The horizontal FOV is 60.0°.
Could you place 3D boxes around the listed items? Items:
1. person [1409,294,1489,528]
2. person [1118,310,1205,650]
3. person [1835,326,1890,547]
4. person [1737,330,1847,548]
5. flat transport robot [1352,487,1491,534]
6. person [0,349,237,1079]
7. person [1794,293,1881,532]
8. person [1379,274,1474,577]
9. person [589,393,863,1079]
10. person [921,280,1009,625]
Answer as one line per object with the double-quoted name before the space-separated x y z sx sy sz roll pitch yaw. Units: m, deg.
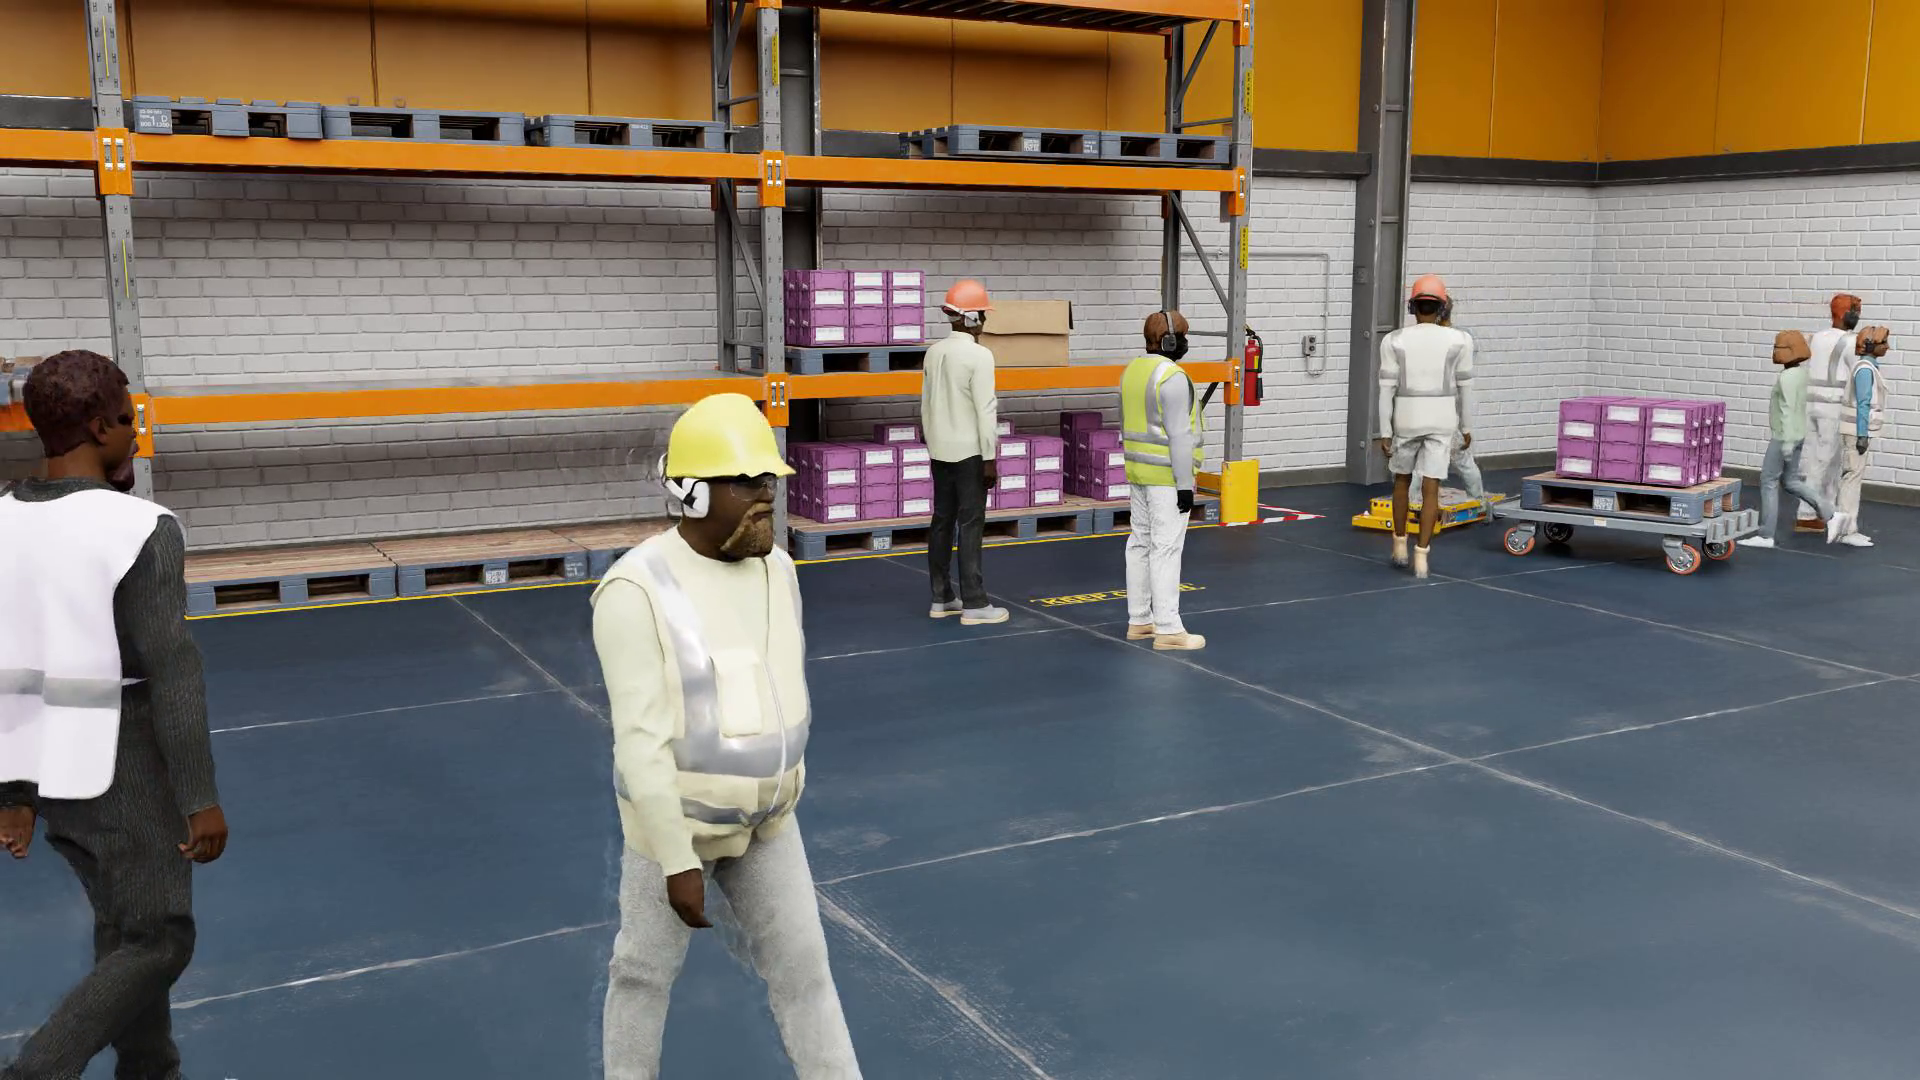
"person" 3.791 -1.008 13.102 1.026 1.890 0.648 -3 10 -19
"person" 1.111 -0.329 9.088 0.429 1.845 0.621 -4 10 -22
"person" 6.741 -0.779 12.441 0.315 1.641 0.514 5 11 28
"person" 6.130 -0.725 12.164 0.632 1.618 0.495 8 12 41
"flat transport robot" 3.816 -0.249 13.373 0.652 0.197 1.431 9 13 43
"person" -1.949 0.534 3.673 0.604 1.896 0.719 4 10 25
"person" 6.896 -0.981 12.980 0.730 1.865 0.585 -1 9 -7
"person" 3.162 -0.783 11.323 0.618 2.016 0.779 3 10 17
"person" -0.471 0.593 3.579 0.901 1.795 0.587 7 11 36
"person" 0.020 -0.510 9.722 0.391 1.995 0.613 -7 12 -37
